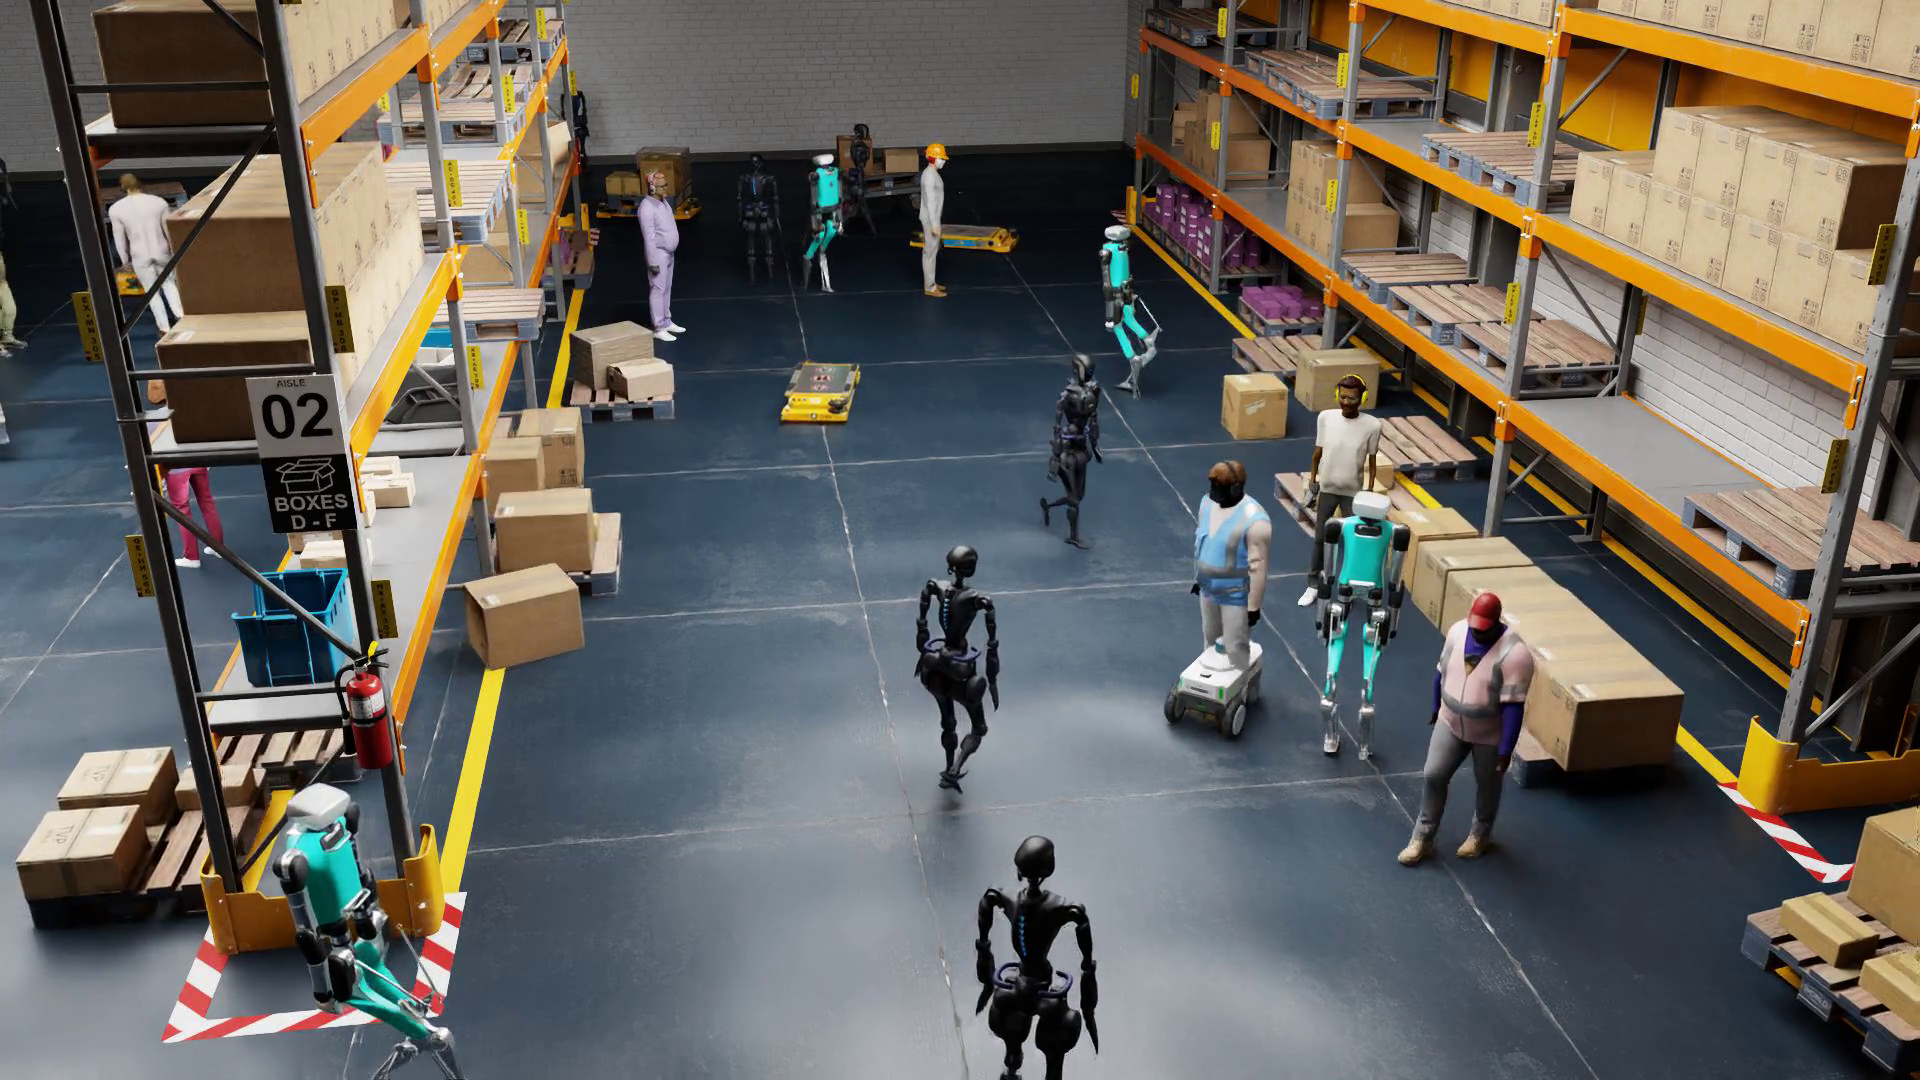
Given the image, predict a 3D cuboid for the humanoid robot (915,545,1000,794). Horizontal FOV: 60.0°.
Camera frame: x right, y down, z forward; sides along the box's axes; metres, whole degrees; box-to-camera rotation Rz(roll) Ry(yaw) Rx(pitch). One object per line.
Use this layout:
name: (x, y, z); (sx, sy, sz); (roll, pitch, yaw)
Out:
humanoid robot: (-0.064, 0.799, 10.117); (0.611, 1.647, 0.438); (14, 27, 28)

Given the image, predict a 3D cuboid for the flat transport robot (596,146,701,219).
flat transport robot: (-4.694, -5.004, 25.079); (1.431, 0.231, 0.659); (2, 24, 5)

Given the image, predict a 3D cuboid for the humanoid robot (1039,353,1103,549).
humanoid robot: (0.867, -0.771, 13.702); (0.643, 1.628, 0.616); (19, 30, 37)

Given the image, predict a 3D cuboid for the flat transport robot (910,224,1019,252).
flat transport robot: (0.067, -4.230, 23.314); (1.431, 0.231, 0.659); (6, 24, 13)

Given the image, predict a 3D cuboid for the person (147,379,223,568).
person: (-6.201, -0.563, 13.270); (0.289, 1.628, 0.498); (13, 27, 27)

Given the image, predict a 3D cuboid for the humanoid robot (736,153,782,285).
humanoid robot: (-2.586, -4.116, 21.285); (0.599, 1.657, 0.315); (3, 24, 8)

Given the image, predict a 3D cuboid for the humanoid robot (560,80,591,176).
humanoid robot: (-6.342, -6.840, 27.516); (0.418, 1.639, 0.593); (15, 28, 31)

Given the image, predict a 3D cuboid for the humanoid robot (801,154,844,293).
humanoid robot: (-1.820, -3.949, 20.982); (0.727, 1.887, 0.542); (22, 32, 40)

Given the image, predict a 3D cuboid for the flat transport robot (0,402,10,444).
flat transport robot: (-9.609, -0.853, 15.621); (0.659, 0.231, 1.431); (-14, 27, -28)

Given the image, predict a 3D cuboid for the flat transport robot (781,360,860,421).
flat transport robot: (-1.424, -1.545, 17.197); (0.659, 0.231, 1.431); (1, 24, 2)

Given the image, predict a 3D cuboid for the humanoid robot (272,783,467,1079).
humanoid robot: (-2.475, 1.927, 7.492); (0.959, 1.769, 0.541); (5, 24, 11)

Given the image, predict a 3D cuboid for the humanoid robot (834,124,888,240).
humanoid robot: (-1.417, -5.063, 23.519); (0.777, 1.623, 0.599); (0, 24, 0)

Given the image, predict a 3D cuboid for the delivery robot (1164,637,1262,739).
delivery robot: (1.740, 0.956, 11.163); (0.499, 0.611, 0.814); (14, 27, 29)

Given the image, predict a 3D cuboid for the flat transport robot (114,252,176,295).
flat transport robot: (-10.489, -3.448, 21.532); (0.659, 0.231, 1.431); (4, 24, 10)

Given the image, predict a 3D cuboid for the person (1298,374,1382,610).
person: (2.859, -0.353, 12.490); (0.516, 1.873, 0.327); (10, 25, 21)

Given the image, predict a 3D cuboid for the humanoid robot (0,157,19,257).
humanoid robot: (-13.080, -4.608, 22.455); (0.588, 1.639, 0.648); (-17, 29, -33)

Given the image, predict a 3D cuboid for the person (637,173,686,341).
person: (-3.412, -3.251, 19.049); (0.412, 1.907, 0.642); (3, 24, 8)

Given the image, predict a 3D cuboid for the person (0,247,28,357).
person: (-10.698, -2.853, 18.381); (0.448, 1.709, 0.588); (2, 24, 5)

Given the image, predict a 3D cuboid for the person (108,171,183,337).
person: (-9.292, -3.256, 19.049); (0.647, 1.912, 0.445); (-18, 29, -35)

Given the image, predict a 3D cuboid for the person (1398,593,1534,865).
person: (2.862, 1.094, 9.378); (0.602, 1.716, 0.720); (21, 31, 39)

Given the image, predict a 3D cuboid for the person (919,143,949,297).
person: (-0.325, -4.003, 20.788); (0.374, 1.889, 0.572); (0, 24, -1)

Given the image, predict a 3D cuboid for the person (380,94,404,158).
person: (-8.382, -5.743, 24.825); (0.472, 1.825, 0.626); (0, 24, 1)

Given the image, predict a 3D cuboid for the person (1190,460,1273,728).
person: (1.752, 0.336, 10.964); (0.430, 1.837, 0.659); (-14, 27, -29)

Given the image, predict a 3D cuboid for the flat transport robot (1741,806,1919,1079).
flat transport robot: (4.777, 2.369, 8.282); (0.659, 0.231, 1.431); (-8, 25, -17)

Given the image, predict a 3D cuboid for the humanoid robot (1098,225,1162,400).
humanoid robot: (1.812, -2.264, 17.155); (0.763, 1.895, 0.543); (15, 28, 30)

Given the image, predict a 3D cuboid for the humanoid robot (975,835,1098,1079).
humanoid robot: (0.318, 2.040, 7.265); (0.591, 1.647, 0.402); (9, 25, 20)

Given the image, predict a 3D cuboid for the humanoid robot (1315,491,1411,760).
humanoid robot: (2.483, 0.613, 10.424); (0.531, 1.768, 0.692); (5, 24, 12)
